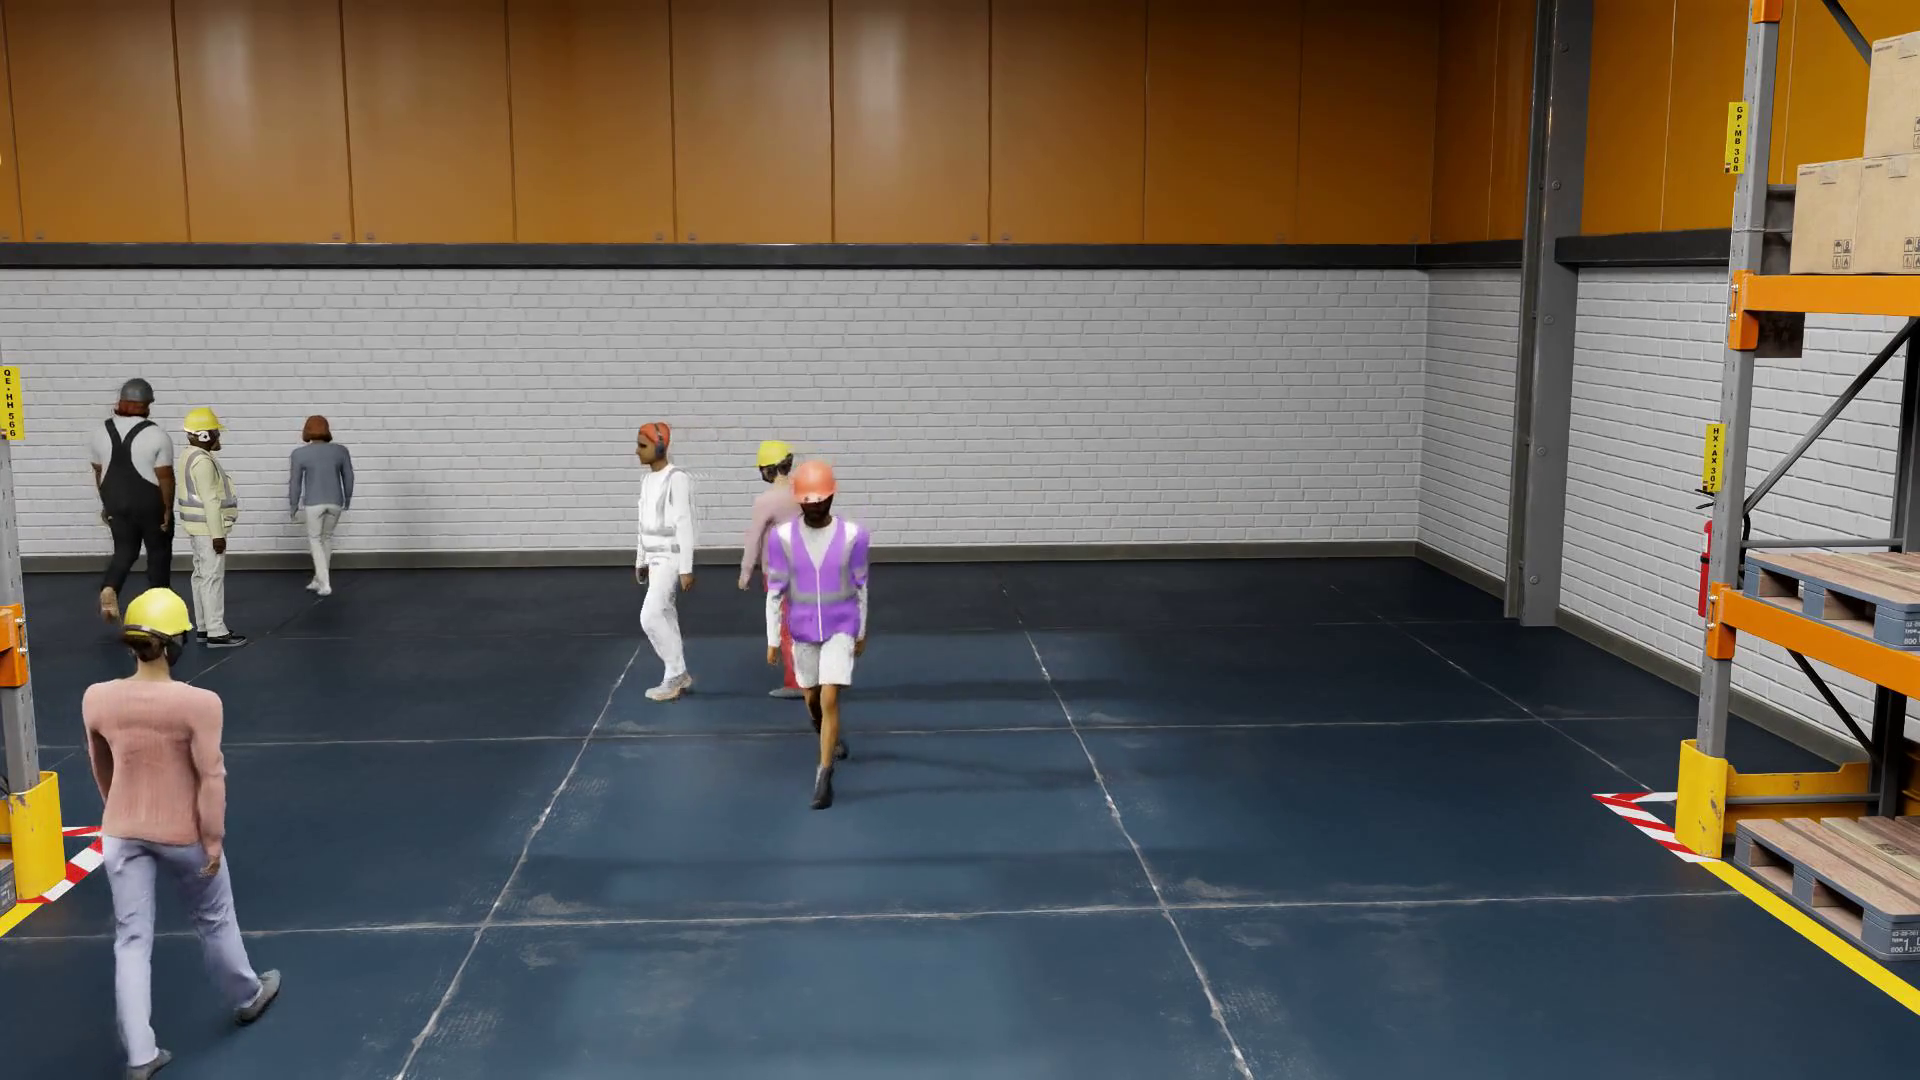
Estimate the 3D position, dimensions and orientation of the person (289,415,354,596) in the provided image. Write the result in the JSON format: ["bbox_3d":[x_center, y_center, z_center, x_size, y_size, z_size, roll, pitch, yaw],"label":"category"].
[{"bbox_3d":[-5.691,-0.316,14.808,0.550,1.600,0.561,-7,11,-38],"label":"person"}]

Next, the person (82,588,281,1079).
[{"bbox_3d":[-2.840,1.023,6.020,0.534,1.734,0.773,0,9,0],"label":"person"}]

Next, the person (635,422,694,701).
[{"bbox_3d":[-1.997,0.154,11.022,0.470,1.867,0.616,-6,11,-32],"label":"person"}]

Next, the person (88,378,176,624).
[{"bbox_3d":[-6.637,-0.308,13.395,0.695,2.000,0.736,0,9,3],"label":"person"}]

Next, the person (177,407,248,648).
[{"bbox_3d":[-5.733,-0.098,12.718,0.404,1.836,0.590,-7,11,-37],"label":"person"}]

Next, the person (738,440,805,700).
[{"bbox_3d":[-1.204,0.202,11.098,0.447,1.742,0.520,5,10,29],"label":"person"}]

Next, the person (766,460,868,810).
[{"bbox_3d":[-0.771,0.455,9.179,0.558,1.879,0.941,0,9,2],"label":"person"}]
